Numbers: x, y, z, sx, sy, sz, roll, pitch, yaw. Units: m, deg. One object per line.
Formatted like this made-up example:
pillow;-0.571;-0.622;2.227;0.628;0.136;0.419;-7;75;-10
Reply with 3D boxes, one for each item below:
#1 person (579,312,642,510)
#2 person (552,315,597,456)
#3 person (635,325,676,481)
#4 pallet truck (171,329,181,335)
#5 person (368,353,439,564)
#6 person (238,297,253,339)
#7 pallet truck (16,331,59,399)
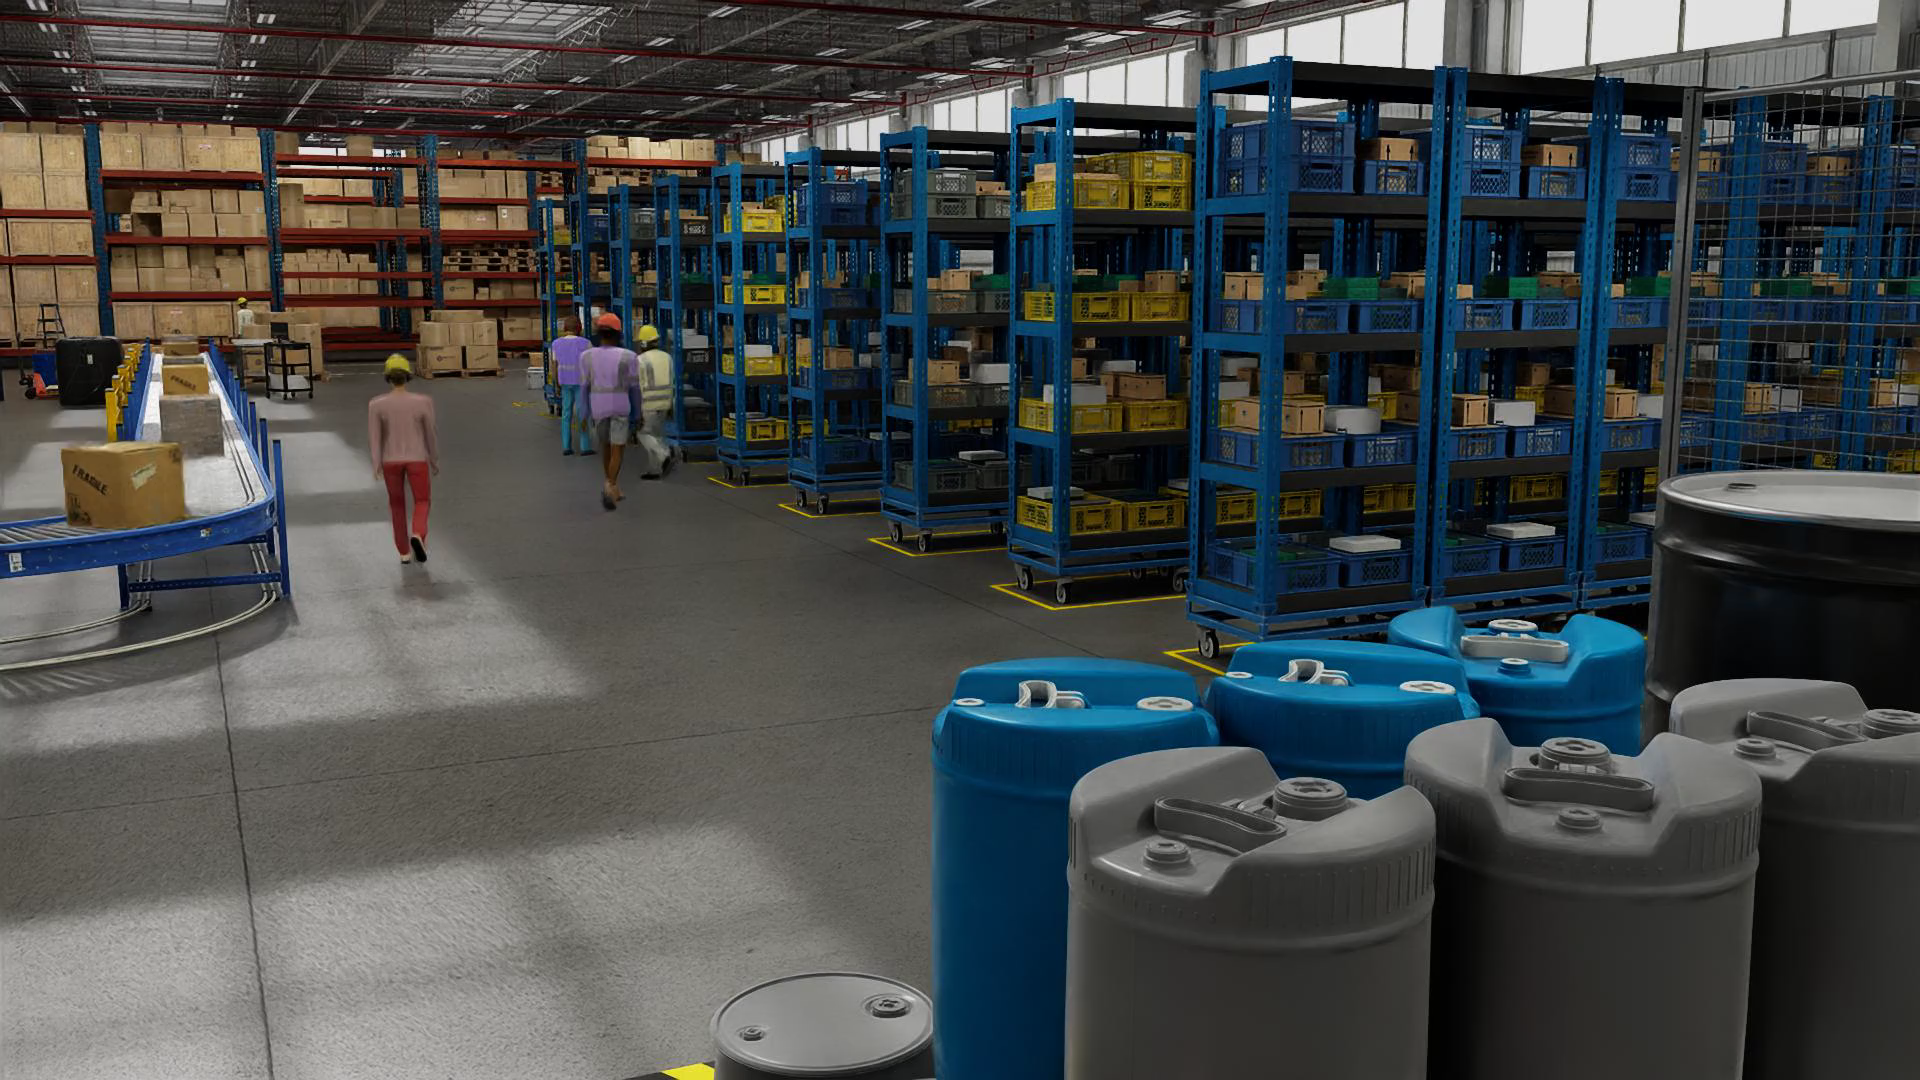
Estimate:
person;-3.587;-1.324;17.030;0.620;2.012;0.980;1;9;3
person;-5.061;-2.018;21.815;0.572;1.841;0.376;2;9;11
person;-3.473;-1.554;19.050;0.563;1.817;0.590;6;11;34
pallet truck;-17.275;-3.851;35.096;1.601;1.201;0.680;0;9;1
person;-4.542;-0.649;13.580;0.538;1.751;0.562;-2;9;-14
person;-18.283;-5.320;42.550;0.327;1.766;0.528;3;10;16
pallet truck;-17.082;-3.353;31.781;1.630;1.274;0.653;-4;10;-25
